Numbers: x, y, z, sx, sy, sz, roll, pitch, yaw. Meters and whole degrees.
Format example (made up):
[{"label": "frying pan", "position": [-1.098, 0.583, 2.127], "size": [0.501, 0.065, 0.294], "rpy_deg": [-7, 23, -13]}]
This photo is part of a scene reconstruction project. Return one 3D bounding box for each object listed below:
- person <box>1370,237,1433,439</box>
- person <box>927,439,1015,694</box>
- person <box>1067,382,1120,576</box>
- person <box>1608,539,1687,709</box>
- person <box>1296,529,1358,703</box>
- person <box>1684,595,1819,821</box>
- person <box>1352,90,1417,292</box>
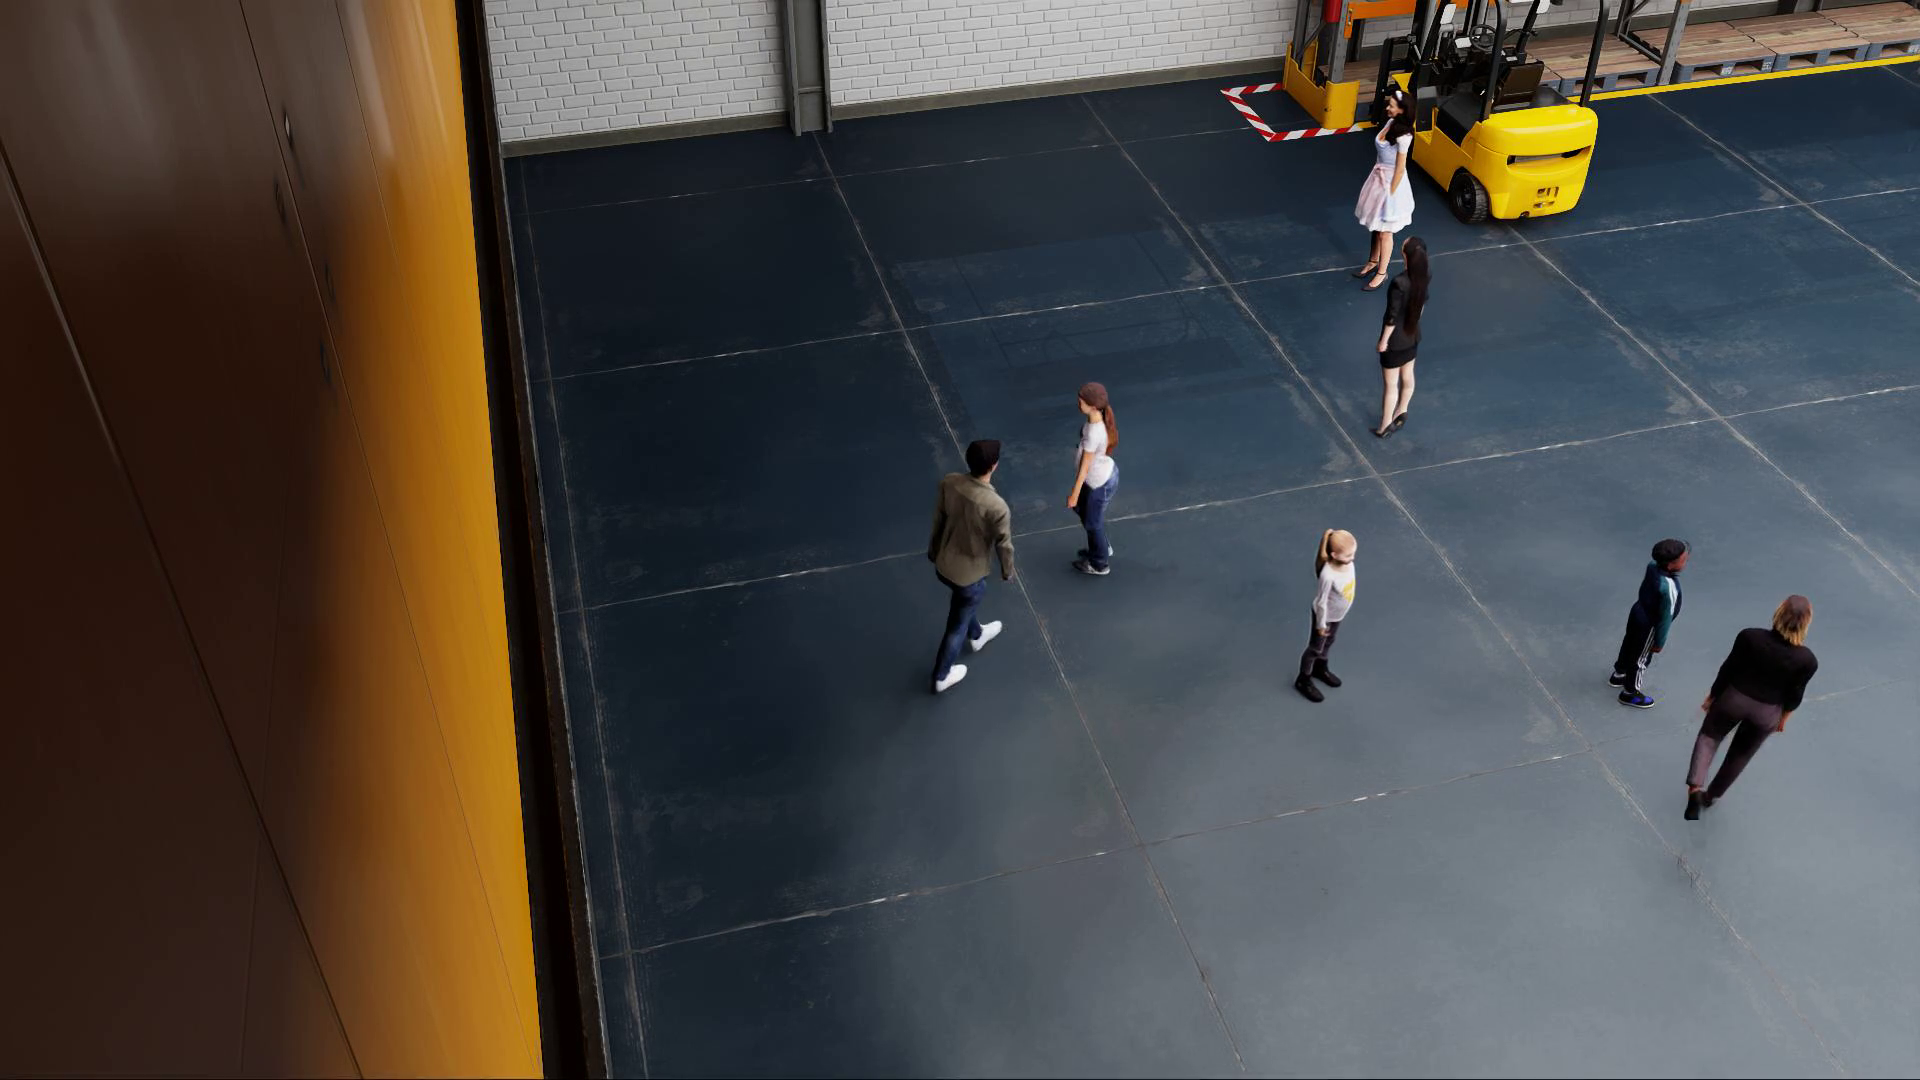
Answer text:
[{"label": "person", "position": [3.367, -1.537, 12.636], "size": [0.587, 1.696, 0.719], "rpy_deg": [-26, 46, -29]}, {"label": "person", "position": [-0.039, 0.218, 10.334], "size": [0.980, 1.826, 1.108], "rpy_deg": [31, 48, 33]}, {"label": "person", "position": [0.997, -0.401, 11.329], "size": [0.678, 1.551, 0.648], "rpy_deg": [7, 39, 8]}, {"label": "person", "position": [4.331, 0.496, 10.442], "size": [0.541, 1.256, 0.544], "rpy_deg": [0, 39, 0]}, {"label": "person", "position": [2.320, 0.445, 10.489], "size": [0.630, 1.277, 0.558], "rpy_deg": [28, 46, 30]}, {"label": "person", "position": [4.451, 1.035, 9.446], "size": [0.857, 1.656, 0.923], "rpy_deg": [19, 42, 22]}, {"label": "person", "position": [3.690, -3.022, 14.397], "size": [0.753, 1.817, 0.727], "rpy_deg": [-5, 39, -6]}]
